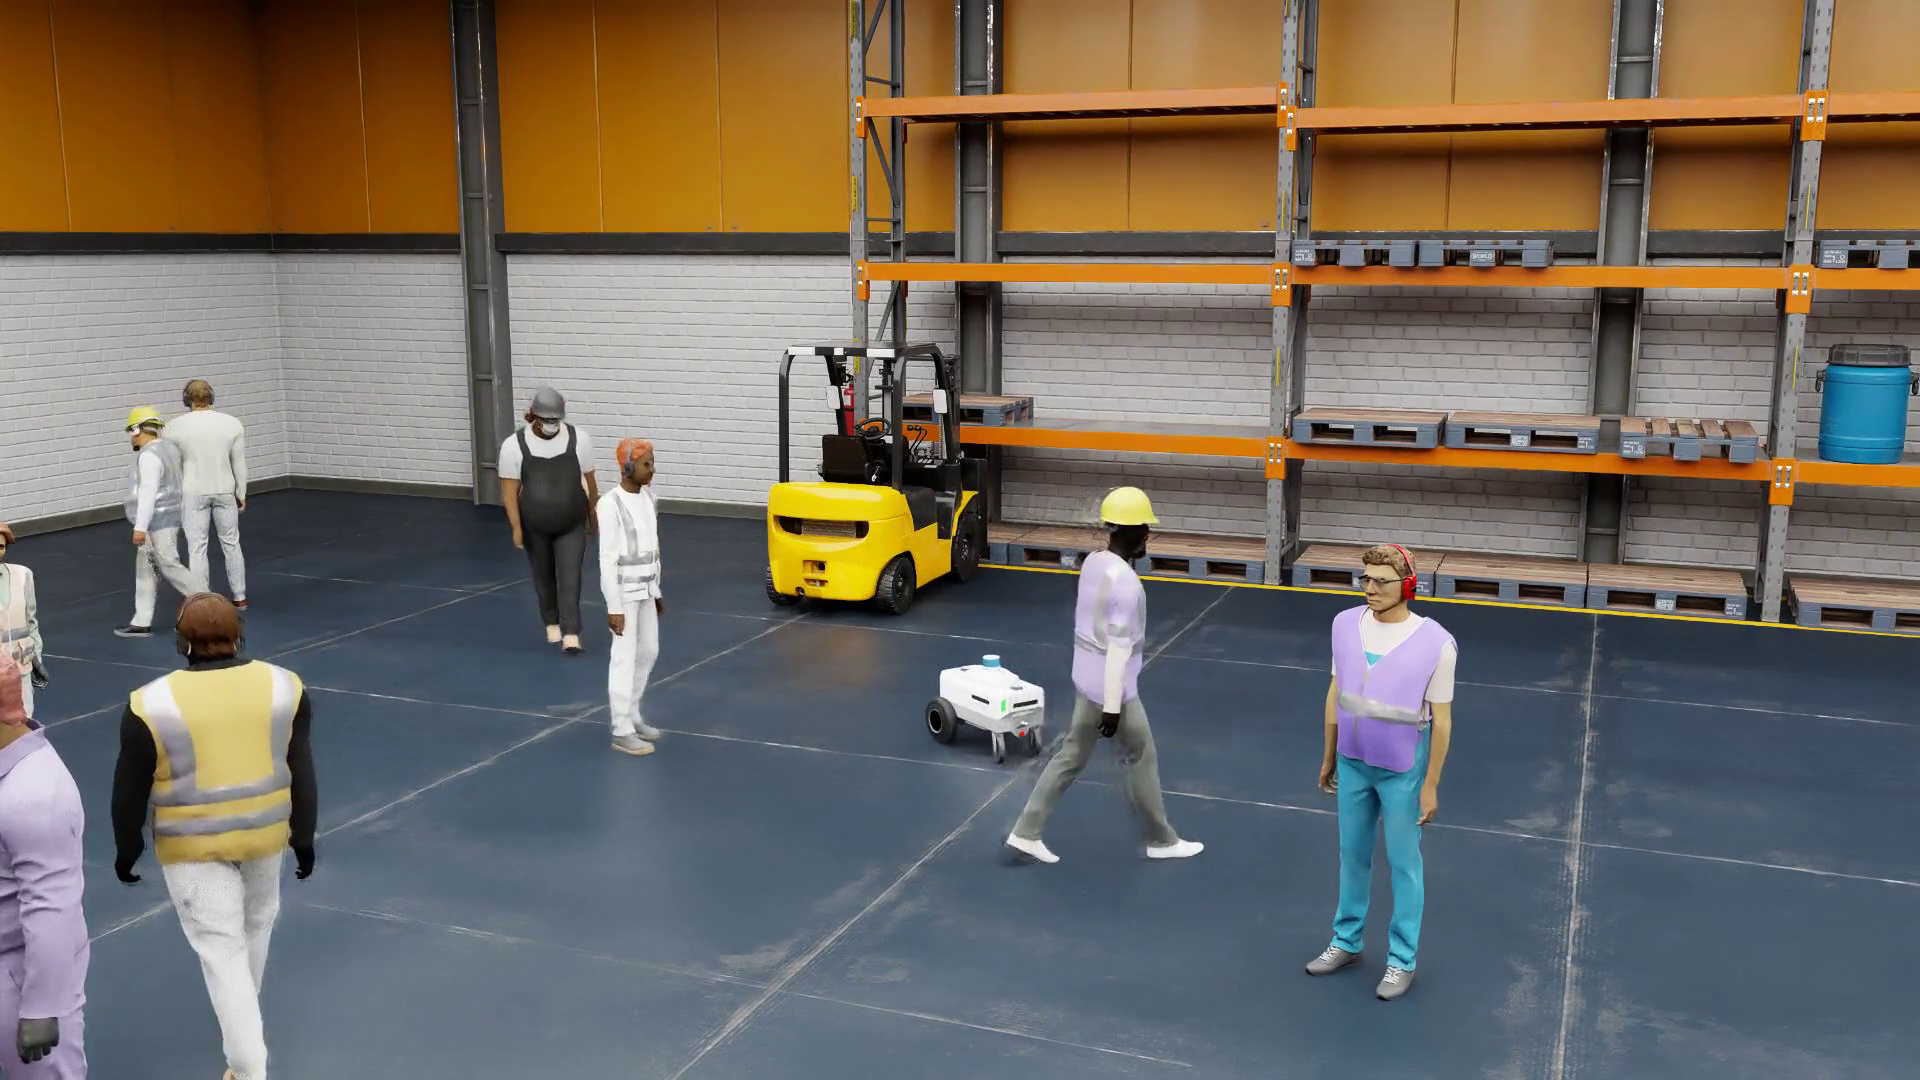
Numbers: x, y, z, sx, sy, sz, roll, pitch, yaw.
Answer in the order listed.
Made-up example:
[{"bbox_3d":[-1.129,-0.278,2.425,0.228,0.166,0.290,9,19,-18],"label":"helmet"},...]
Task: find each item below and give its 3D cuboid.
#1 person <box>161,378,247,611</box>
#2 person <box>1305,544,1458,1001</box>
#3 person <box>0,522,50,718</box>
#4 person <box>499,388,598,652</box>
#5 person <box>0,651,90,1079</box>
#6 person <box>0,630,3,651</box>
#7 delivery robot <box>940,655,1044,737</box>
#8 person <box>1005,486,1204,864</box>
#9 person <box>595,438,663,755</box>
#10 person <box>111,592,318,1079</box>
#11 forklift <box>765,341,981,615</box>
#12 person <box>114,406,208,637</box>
[{"bbox_3d":[-6.157,-0.353,13.611,0.630,1.932,0.384,-7,12,-35],"label":"person"},{"bbox_3d":[1.721,0.919,6.744,0.390,1.846,0.565,-10,14,-43],"label":"person"},{"bbox_3d":[-4.958,0.695,8.565,0.310,1.640,0.514,5,11,24],"label":"person"},{"bbox_3d":[-3.027,-0.180,12.322,0.704,2.000,0.974,-3,10,-14],"label":"person"},{"bbox_3d":[-2.722,1.241,4.786,0.401,1.904,0.649,-8,13,-37],"label":"person"},{"bbox_3d":[-4.013,0.919,6.516,0.383,1.928,0.588,5,11,25],"label":"person"},{"bbox_3d":[0.188,0.934,9.993,0.477,0.478,0.707,-7,12,-34],"label":"delivery robot"},{"bbox_3d":[0.686,0.669,8.051,0.993,1.883,0.597,-3,11,-16],"label":"person"},{"bbox_3d":[-1.983,0.331,9.954,0.416,1.877,0.611,3,11,17],"label":"person"},{"bbox_3d":[-2.708,1.069,6.024,0.646,1.795,0.929,-9,13,-40],"label":"person"},{"bbox_3d":[-0.739,-0.602,14.246,1.214,2.155,2.313,4,11,21],"label":"forklift"},{"bbox_3d":[-6.146,-0.139,12.861,0.778,1.779,0.637,-4,11,-24],"label":"person"}]
